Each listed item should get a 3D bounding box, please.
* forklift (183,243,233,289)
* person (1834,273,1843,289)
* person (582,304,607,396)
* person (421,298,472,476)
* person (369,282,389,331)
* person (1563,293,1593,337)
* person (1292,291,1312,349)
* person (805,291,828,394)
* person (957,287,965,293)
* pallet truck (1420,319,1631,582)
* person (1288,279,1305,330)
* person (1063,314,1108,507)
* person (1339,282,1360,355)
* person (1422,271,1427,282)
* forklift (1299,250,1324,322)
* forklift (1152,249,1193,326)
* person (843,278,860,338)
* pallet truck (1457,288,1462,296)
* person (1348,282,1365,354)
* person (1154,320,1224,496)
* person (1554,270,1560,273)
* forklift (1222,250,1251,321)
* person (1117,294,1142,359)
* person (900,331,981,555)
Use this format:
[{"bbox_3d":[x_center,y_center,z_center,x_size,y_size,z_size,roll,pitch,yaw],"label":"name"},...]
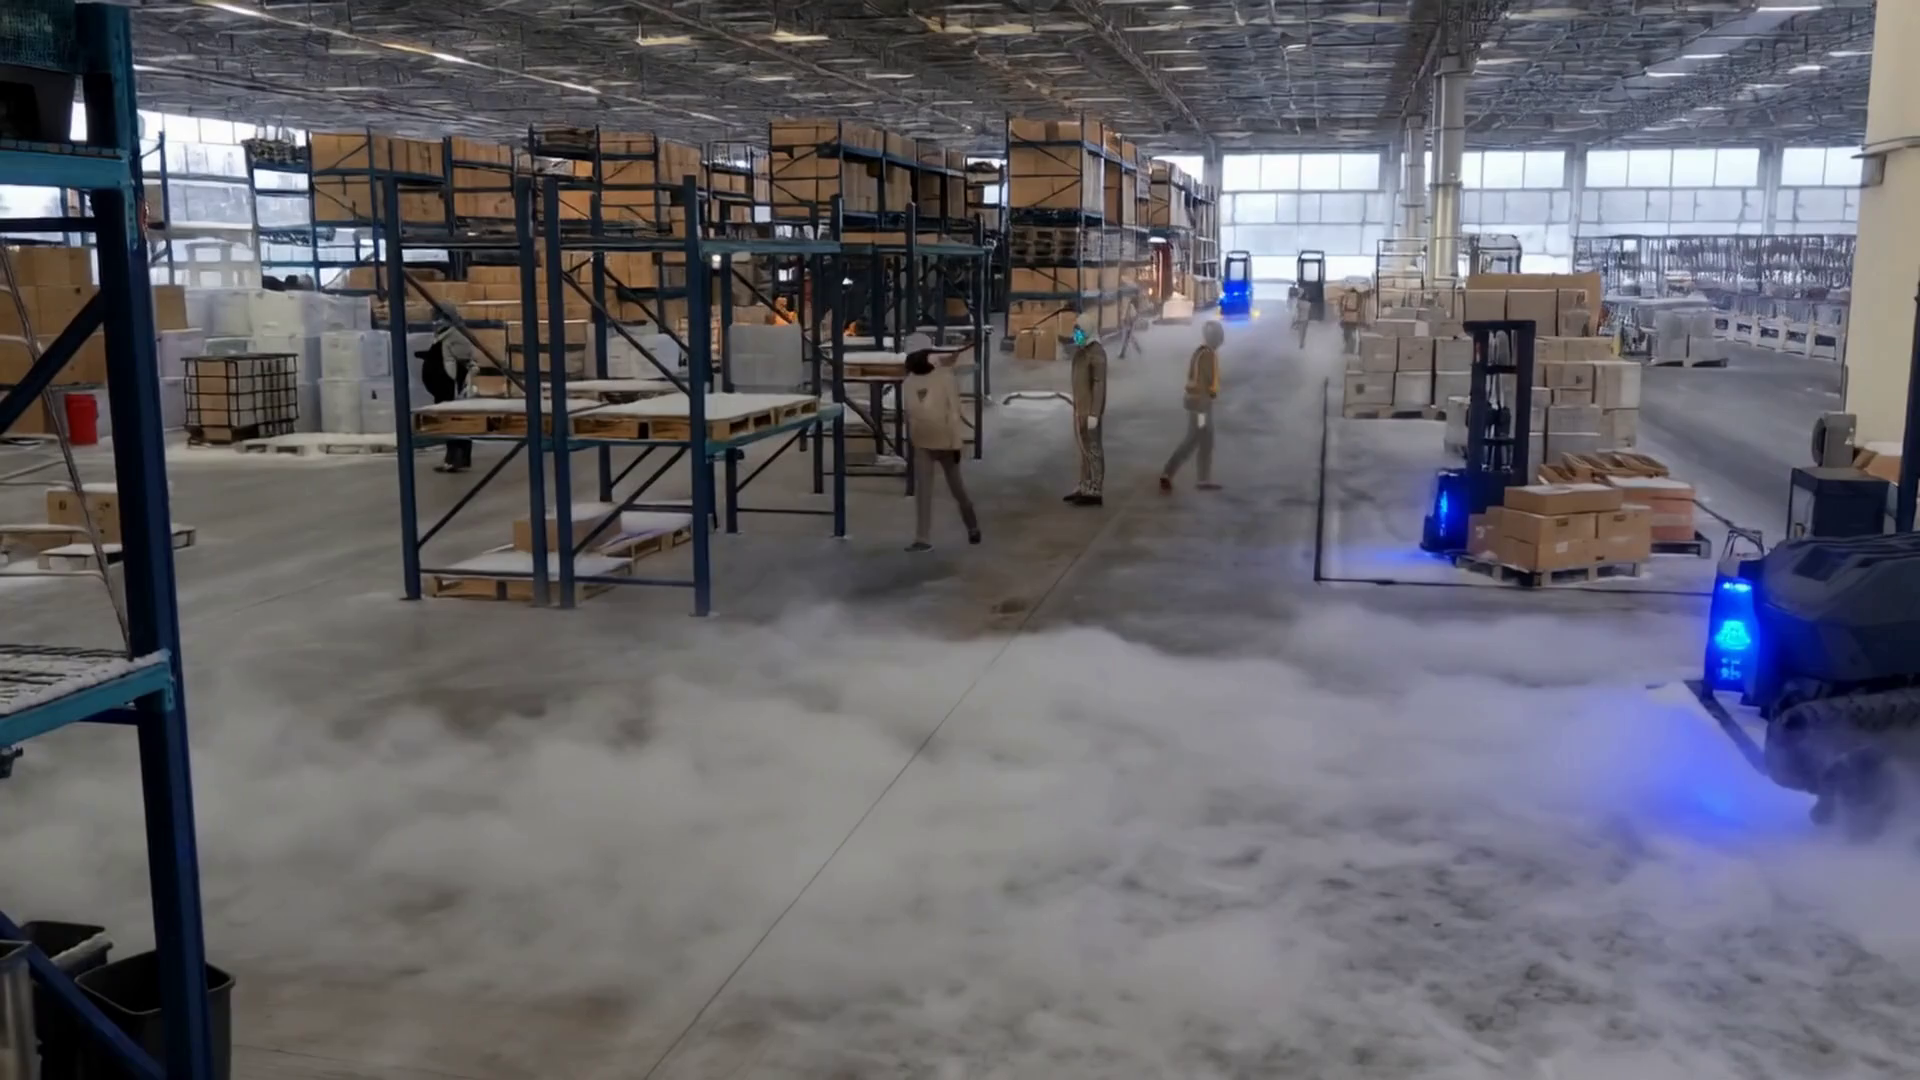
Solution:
[{"bbox_3d":[-16.304,-5.071,36.236,1.873,2.768,1.129,6,12,34],"label":"forklift"},{"bbox_3d":[42.839,-12.107,80.994,0.591,1.834,0.404,1,10,9],"label":"person"},{"bbox_3d":[-4.836,-2.214,22.107,0.359,1.936,0.632,-1,10,-5],"label":"person"},{"bbox_3d":[-5.902,-1.759,19.103,0.536,2.000,0.688,-7,12,-35],"label":"person"},{"bbox_3d":[-14.555,-5.540,41.886,0.589,1.910,0.402,-5,11,-27],"label":"person"},{"bbox_3d":[11.508,-3.679,31.036,0.599,1.849,0.474,5,11,28],"label":"person"},{"bbox_3d":[9.518,-6.109,46.204,0.515,1.599,0.833,-1,10,-3],"label":"person"},{"bbox_3d":[-2.627,-3.607,30.490,0.674,1.895,0.690,-3,10,-19],"label":"person"},{"bbox_3d":[-0.029,-8.721,60.923,0.624,1.844,0.430,5,11,26],"label":"person"},{"bbox_3d":[4.543,-0.757,13.299,0.823,1.965,1.885,-4,10,-22],"label":"pallet truck"},{"bbox_3d":[11.856,-8.283,58.502,0.585,1.787,0.934,0,10,2],"label":"person"},{"bbox_3d":[1.279,-1.300,16.707,0.370,1.934,0.627,-2,10,-13],"label":"person"},{"bbox_3d":[10.040,-5.686,42.772,0.551,1.908,0.835,-2,10,-13],"label":"person"},{"bbox_3d":[23.874,-12.911,85.594,1.025,1.884,0.624,9,13,44],"label":"person"},{"bbox_3d":[13.778,-10.002,65.433,1.129,2.768,1.873,2,10,12],"label":"forklift"},{"bbox_3d":[7.646,-9.320,61.395,1.873,2.768,1.129,2,10,11],"label":"forklift"},{"bbox_3d":[-2.823,-5.533,41.589,0.625,1.992,0.386,-3,10,-16],"label":"person"},{"bbox_3d":[20.506,-9.785,68.819,0.653,1.274,1.630,2,10,12],"label":"pallet truck"},{"bbox_3d":[10.359,-5.839,43.757,0.552,1.885,1.036,1,10,9],"label":"person"},{"bbox_3d":[2.423,-1.400,17.581,0.726,1.853,0.602,1,10,5],"label":"person"},{"bbox_3d":[28.556,-11.991,79.905,0.802,1.968,0.622,1,10,3],"label":"person"},{"bbox_3d":[11.170,-10.265,66.991,1.129,2.768,1.873,2,10,12],"label":"forklift"},{"bbox_3d":[4.203,-5.308,41.356,0.557,1.620,0.531,3,10,18],"label":"person"},{"bbox_3d":[-0.171,-0.848,14.217,0.673,1.873,0.950,6,11,30],"label":"person"}]
